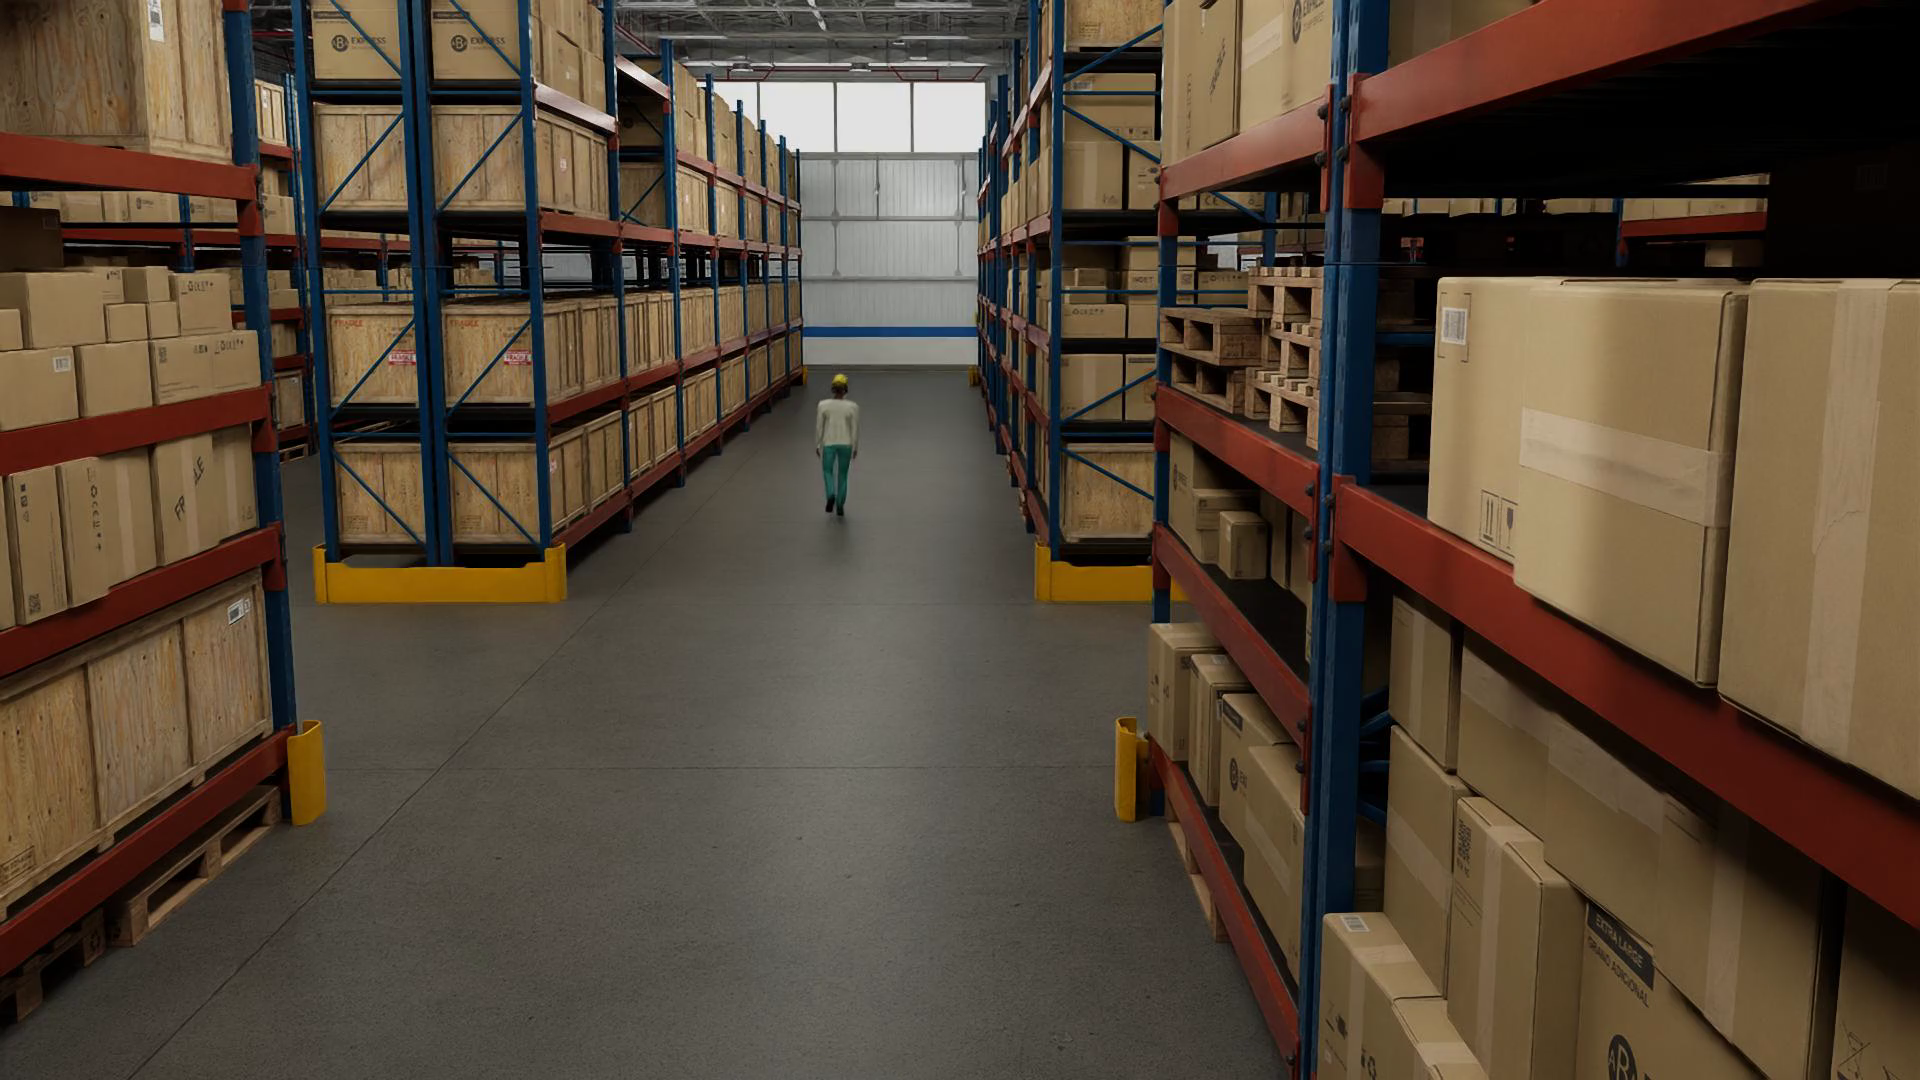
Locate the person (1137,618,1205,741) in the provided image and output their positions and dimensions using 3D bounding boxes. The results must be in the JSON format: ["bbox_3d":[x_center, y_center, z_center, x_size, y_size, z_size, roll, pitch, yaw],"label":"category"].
[{"bbox_3d":[1.546,0.407,10.079,1.053,1.984,0.617,-1,9,-8],"label":"person"}]

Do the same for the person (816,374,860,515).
[{"bbox_3d":[-1.503,-1.176,20.519,0.540,1.744,0.368,-1,9,-5],"label":"person"}]
